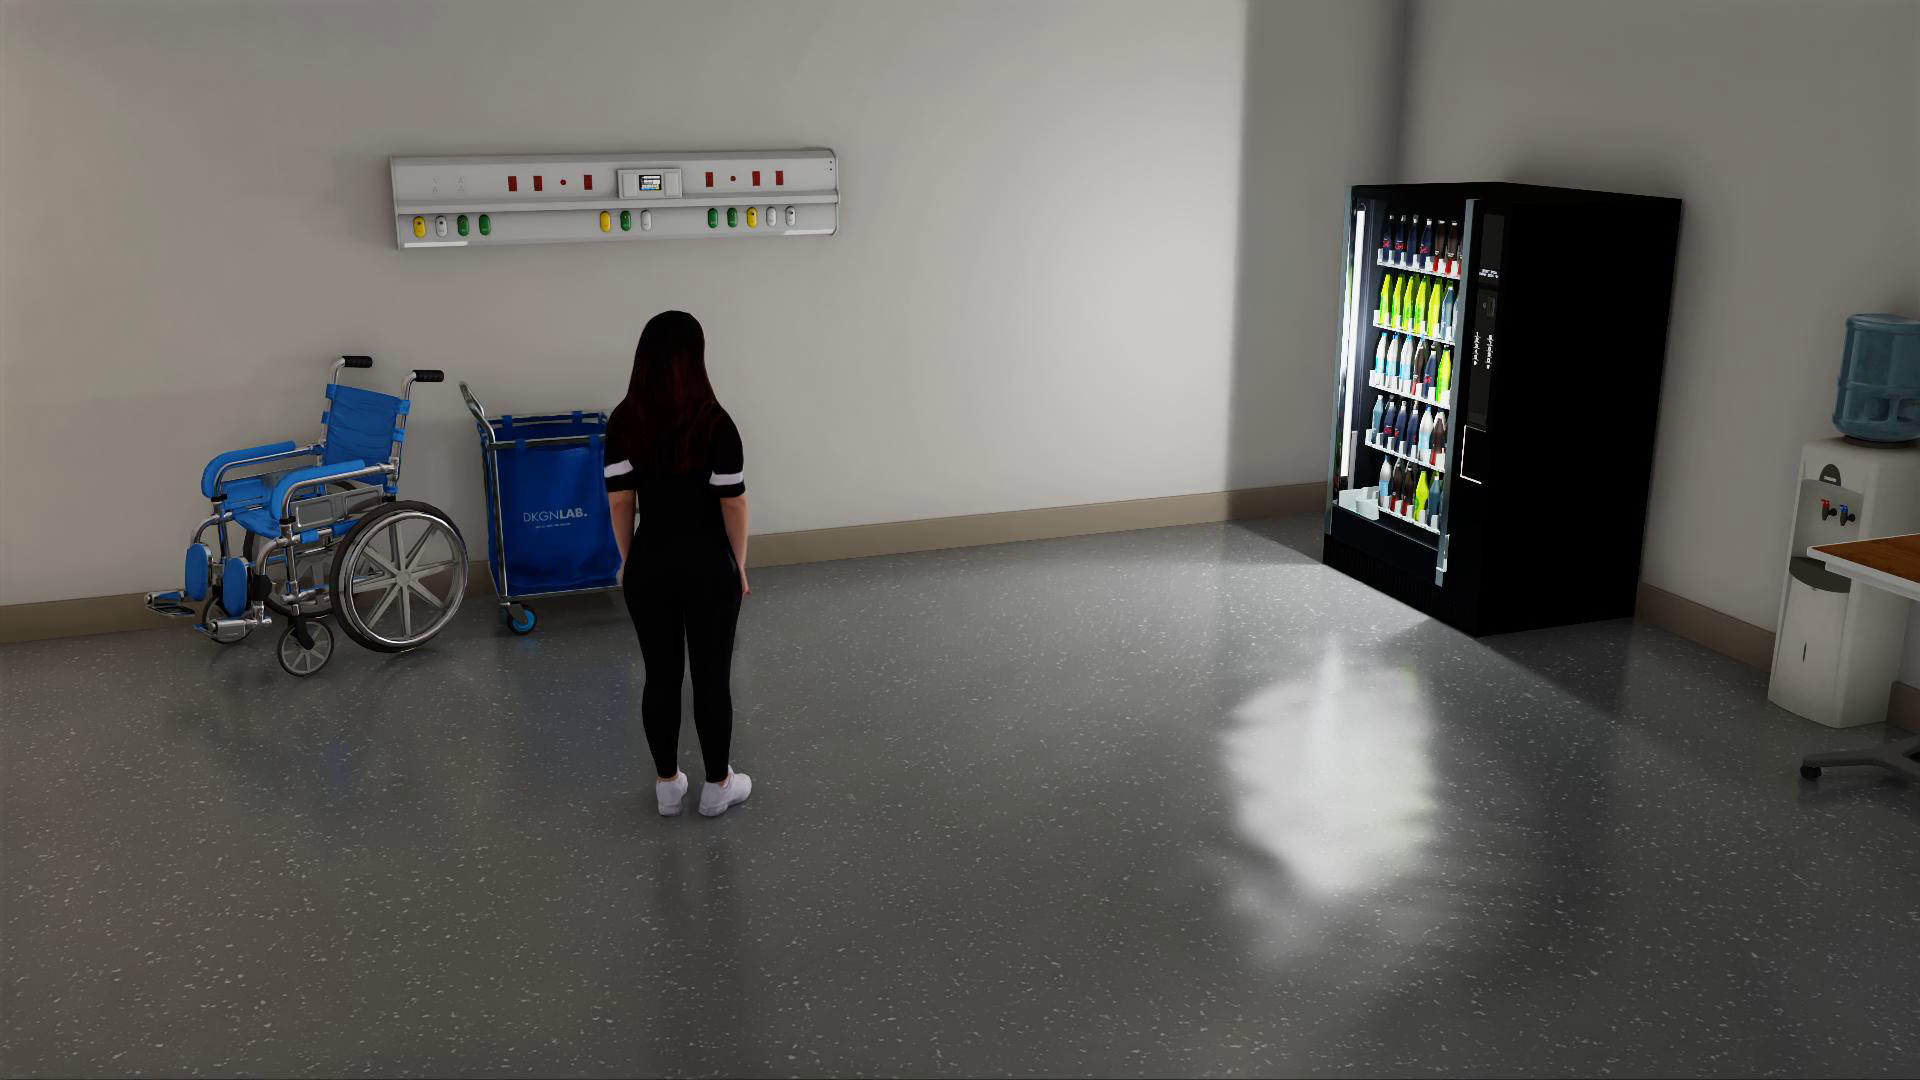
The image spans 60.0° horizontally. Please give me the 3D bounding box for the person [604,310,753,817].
[{"bbox_3d":[-0.890,0.084,5.306,0.705,1.638,0.730,2,16,7],"label":"person"}]
